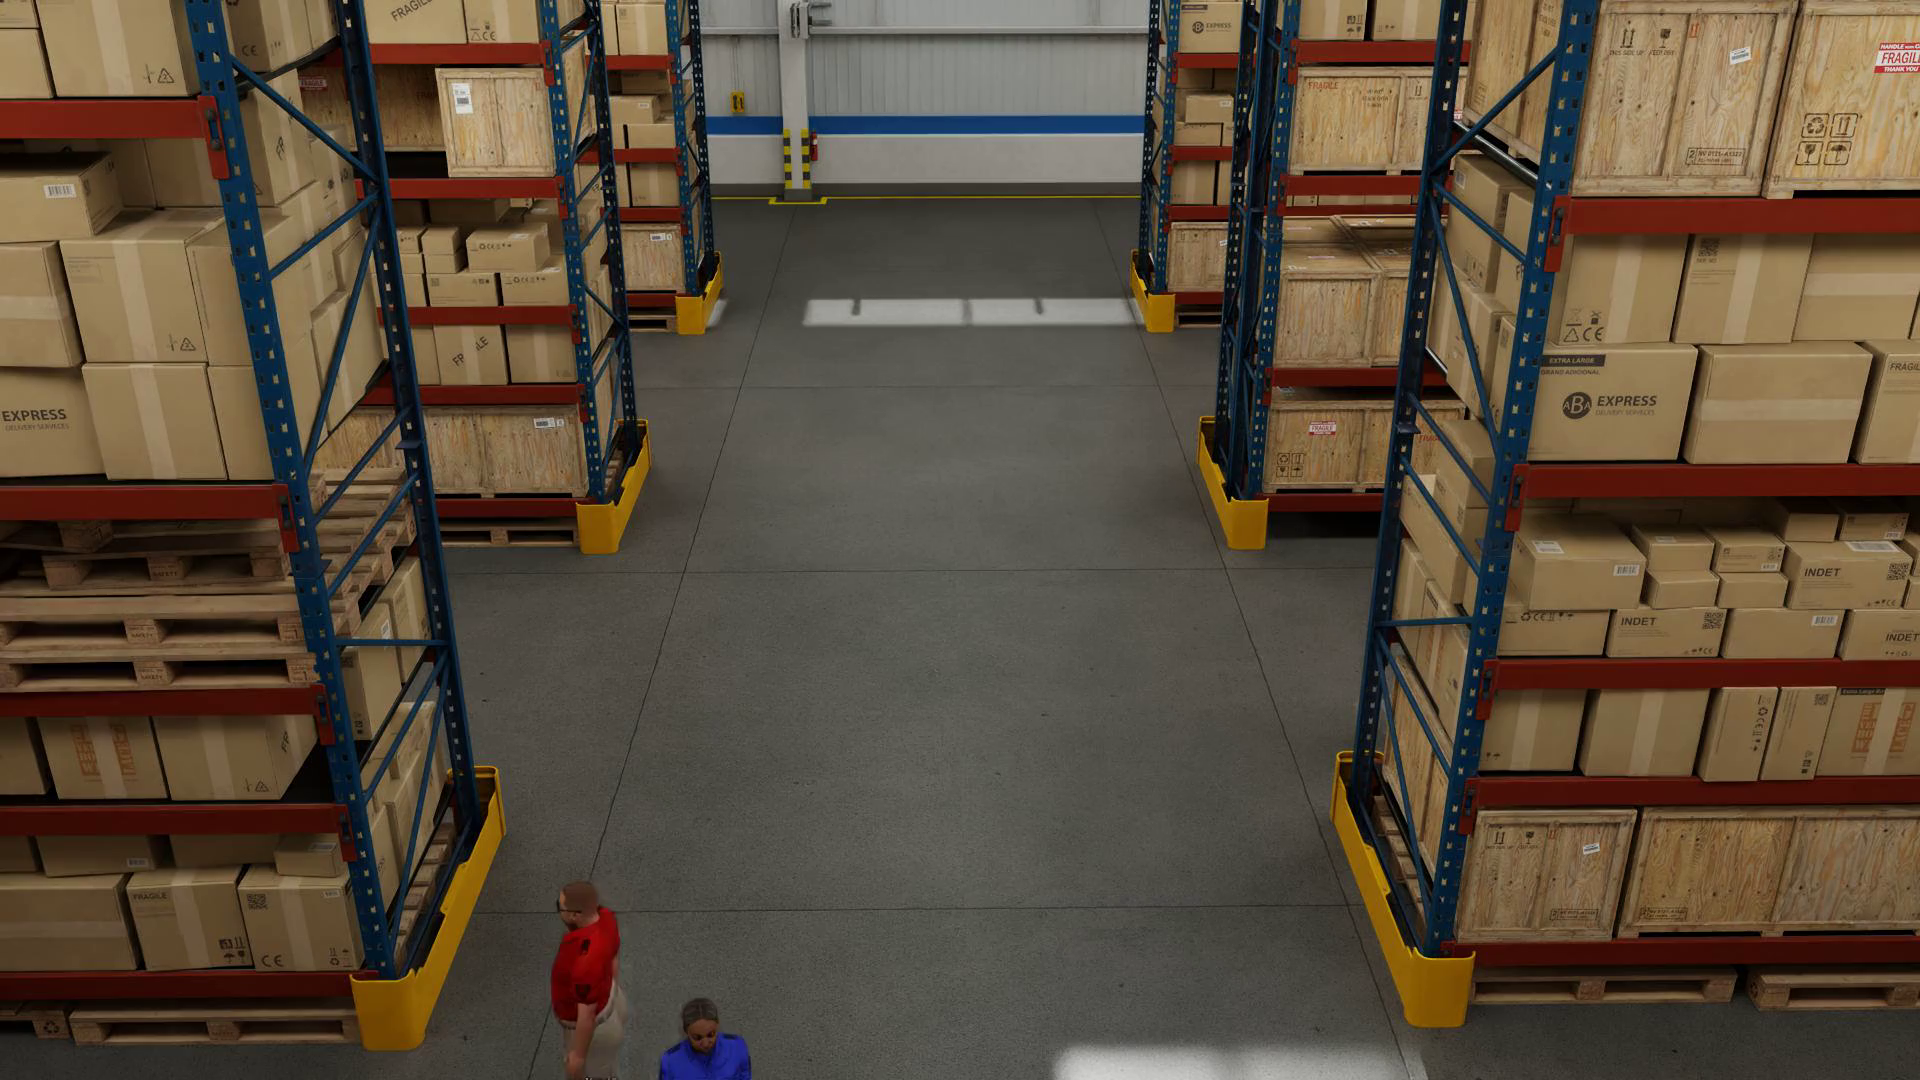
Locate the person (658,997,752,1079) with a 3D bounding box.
[{"bbox_3d":[-1.145,2.895,7.848,0.507,1.693,0.507,-7,26,-16],"label":"person"}]

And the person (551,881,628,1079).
[{"bbox_3d":[-1.849,2.486,8.568,0.701,1.718,0.558,-1,25,-2],"label":"person"}]
